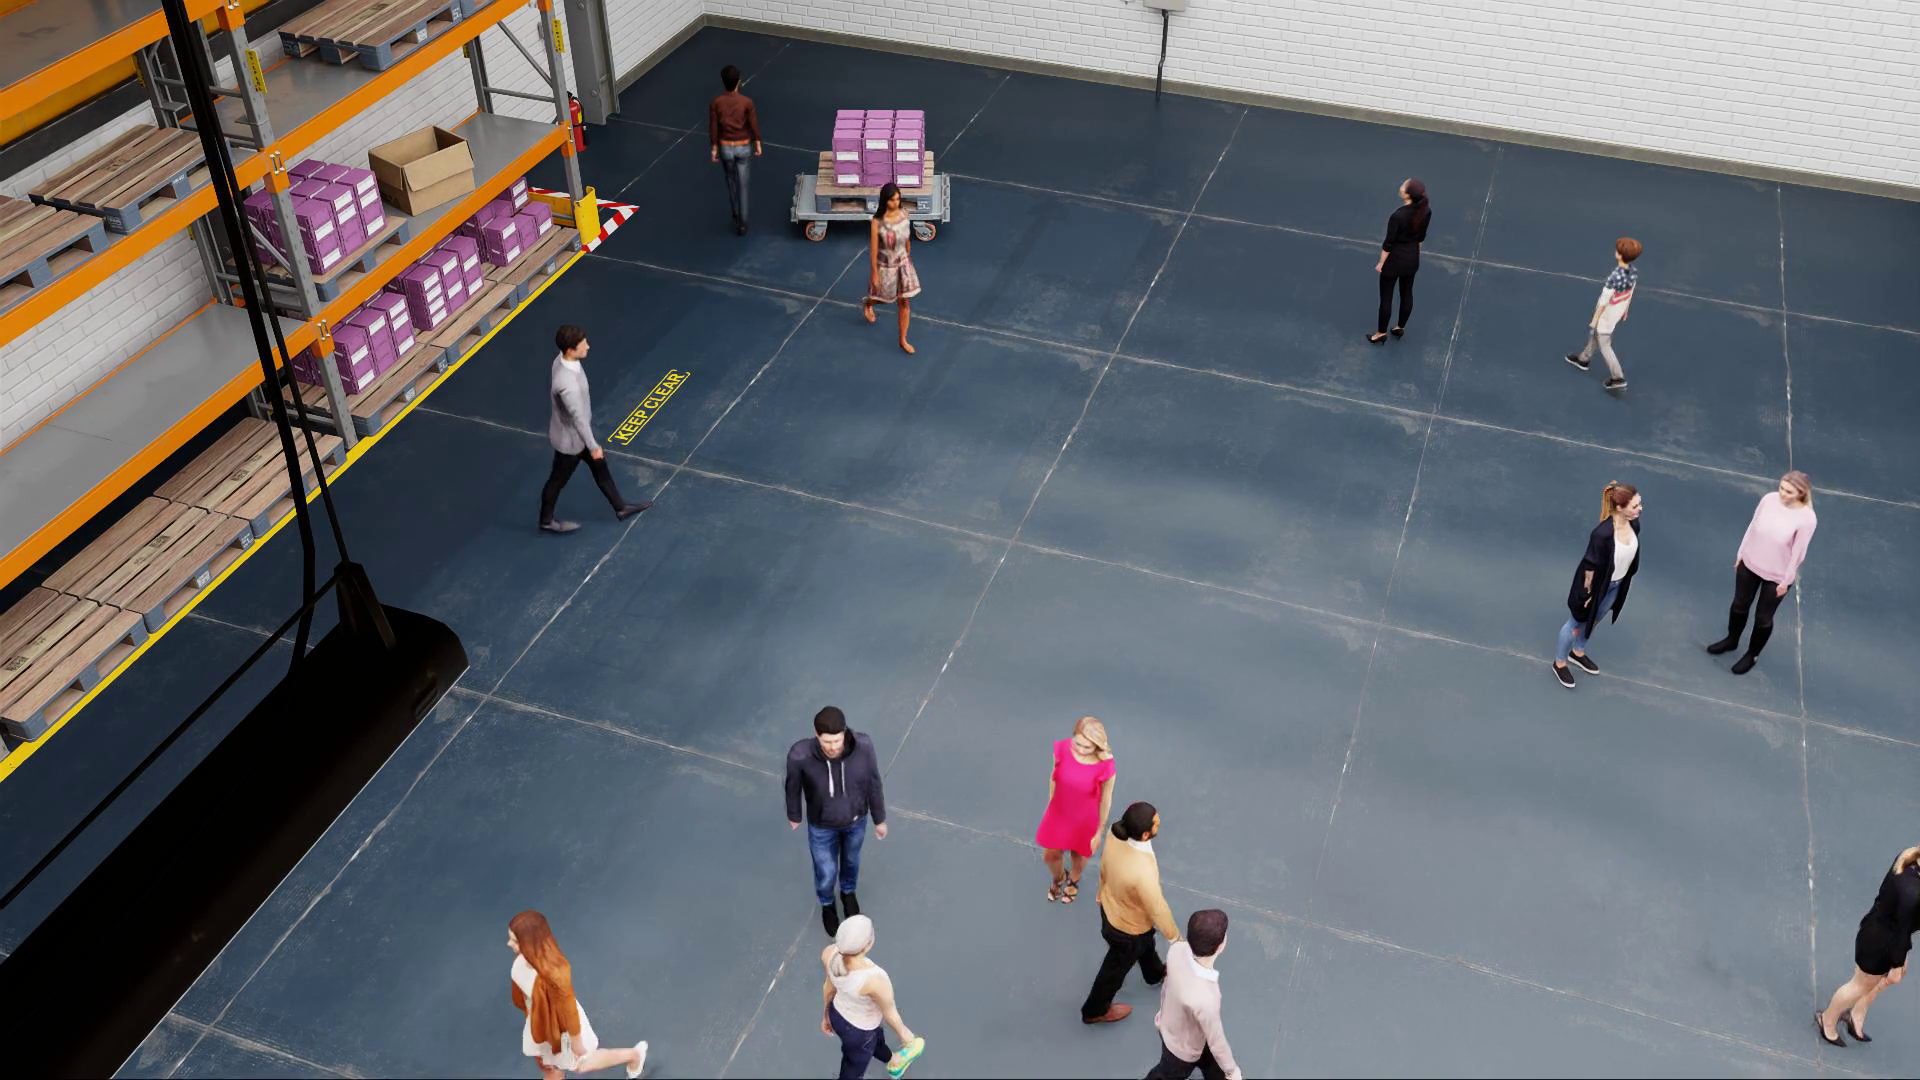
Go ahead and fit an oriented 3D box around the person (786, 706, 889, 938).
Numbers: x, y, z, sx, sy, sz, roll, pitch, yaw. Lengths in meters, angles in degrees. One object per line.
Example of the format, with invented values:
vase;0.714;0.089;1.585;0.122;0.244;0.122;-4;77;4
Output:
person;-0.752;1.576;9.994;0.823;1.871;0.849;-12;40;-14

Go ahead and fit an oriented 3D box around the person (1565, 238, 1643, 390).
person;5.856;-2.011;14.851;0.944;1.414;0.913;-24;45;-27

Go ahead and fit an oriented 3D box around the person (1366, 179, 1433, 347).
person;4.062;-2.561;15.342;0.693;1.660;0.749;-15;41;-18

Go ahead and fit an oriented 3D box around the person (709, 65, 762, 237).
person;-2.296;-3.938;16.986;0.838;1.761;0.945;-1;39;-2

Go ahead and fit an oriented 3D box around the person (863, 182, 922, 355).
person;-0.670;-2.561;15.373;1.044;1.623;1.031;-24;44;-27

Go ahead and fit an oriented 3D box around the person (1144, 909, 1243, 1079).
person;1.089;2.652;8.743;1.078;1.748;1.225;-2;39;-3

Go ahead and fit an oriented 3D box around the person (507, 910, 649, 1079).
person;-2.101;2.526;8.940;1.087;1.701;0.914;-28;46;-30

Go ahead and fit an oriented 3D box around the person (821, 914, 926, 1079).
person;-0.593;2.665;8.801;1.225;1.657;0.958;-32;48;-33

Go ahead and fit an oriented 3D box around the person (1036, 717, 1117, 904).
person;0.758;1.599;10.095;0.628;1.708;0.646;20;43;23

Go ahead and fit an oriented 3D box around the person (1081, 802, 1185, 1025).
person;0.872;2.158;9.379;1.046;1.727;1.053;-9;39;-11

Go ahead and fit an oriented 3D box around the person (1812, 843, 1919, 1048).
person;5.100;2.208;9.296;0.691;1.754;0.534;20;43;23

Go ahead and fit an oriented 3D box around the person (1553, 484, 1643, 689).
person;4.507;0.296;11.748;0.697;1.680;0.777;-21;43;-24

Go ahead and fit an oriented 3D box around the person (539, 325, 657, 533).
person;-3.119;-0.804;12.980;1.120;1.863;1.235;-4;39;-5

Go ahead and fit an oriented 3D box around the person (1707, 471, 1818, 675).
person;5.769;0.199;11.866;0.731;1.685;0.692;-22;43;-25
